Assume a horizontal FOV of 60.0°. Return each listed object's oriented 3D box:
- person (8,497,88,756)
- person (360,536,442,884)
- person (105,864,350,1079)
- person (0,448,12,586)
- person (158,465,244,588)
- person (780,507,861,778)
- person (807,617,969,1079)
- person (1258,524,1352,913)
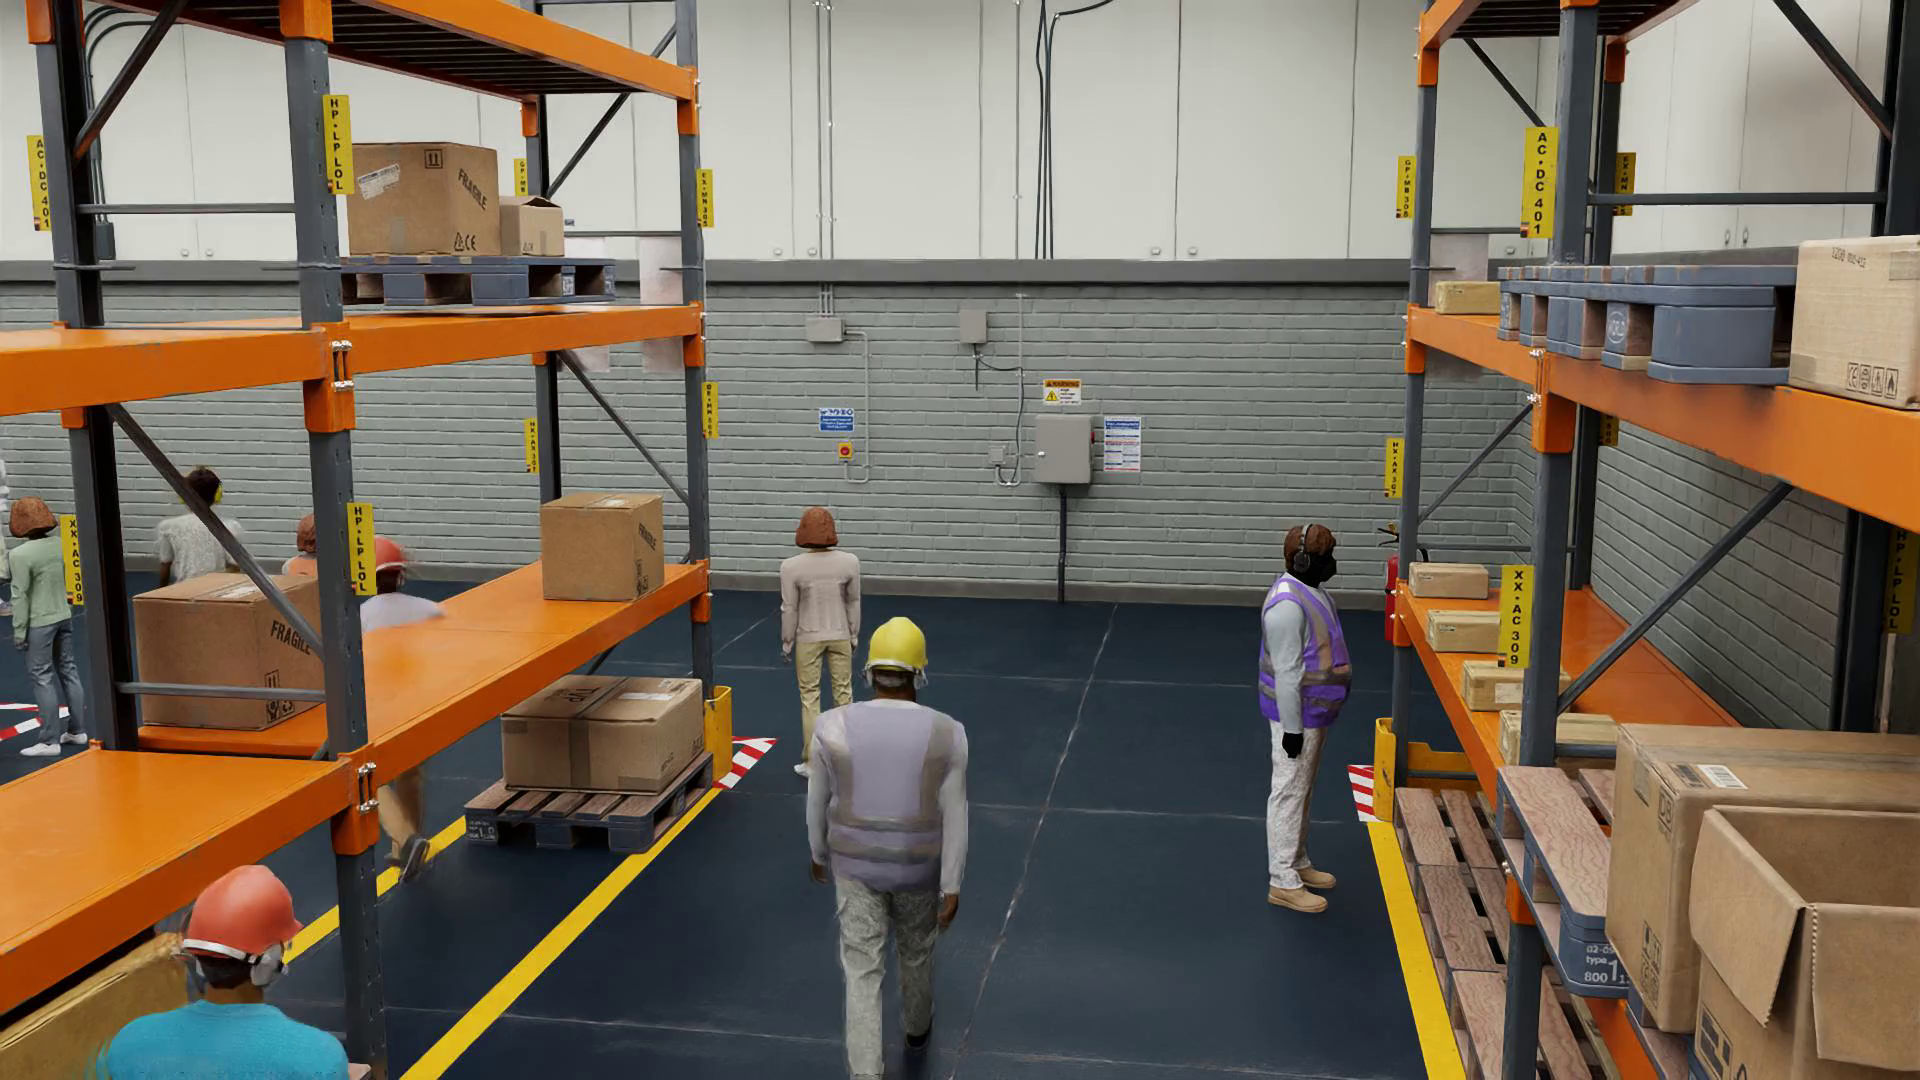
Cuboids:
[{"bbox_3d":[-5.757,0.537,10.462,0.277,1.626,0.502,1,9,9],"label":"person"},{"bbox_3d":[-2.773,0.848,8.213,0.573,1.735,0.573,9,13,44],"label":"person"},{"bbox_3d":[-1.610,1.567,3.846,0.566,1.710,0.870,0,9,2],"label":"person"},{"bbox_3d":[-9.436,-0.412,15.963,0.577,1.737,0.354,4,10,23],"label":"person"},{"bbox_3d":[-4.696,0.455,10.341,0.505,1.839,0.914,-5,10,-27],"label":"person"},{"bbox_3d":[-0.832,0.614,9.954,0.501,1.636,0.286,-4,10,-21],"label":"person"},{"bbox_3d":[-0.267,1.167,6.099,0.598,1.788,0.930,0,9,1],"label":"person"},{"bbox_3d":[1.651,0.833,7.975,0.429,1.843,0.633,4,10,21],"label":"person"}]
